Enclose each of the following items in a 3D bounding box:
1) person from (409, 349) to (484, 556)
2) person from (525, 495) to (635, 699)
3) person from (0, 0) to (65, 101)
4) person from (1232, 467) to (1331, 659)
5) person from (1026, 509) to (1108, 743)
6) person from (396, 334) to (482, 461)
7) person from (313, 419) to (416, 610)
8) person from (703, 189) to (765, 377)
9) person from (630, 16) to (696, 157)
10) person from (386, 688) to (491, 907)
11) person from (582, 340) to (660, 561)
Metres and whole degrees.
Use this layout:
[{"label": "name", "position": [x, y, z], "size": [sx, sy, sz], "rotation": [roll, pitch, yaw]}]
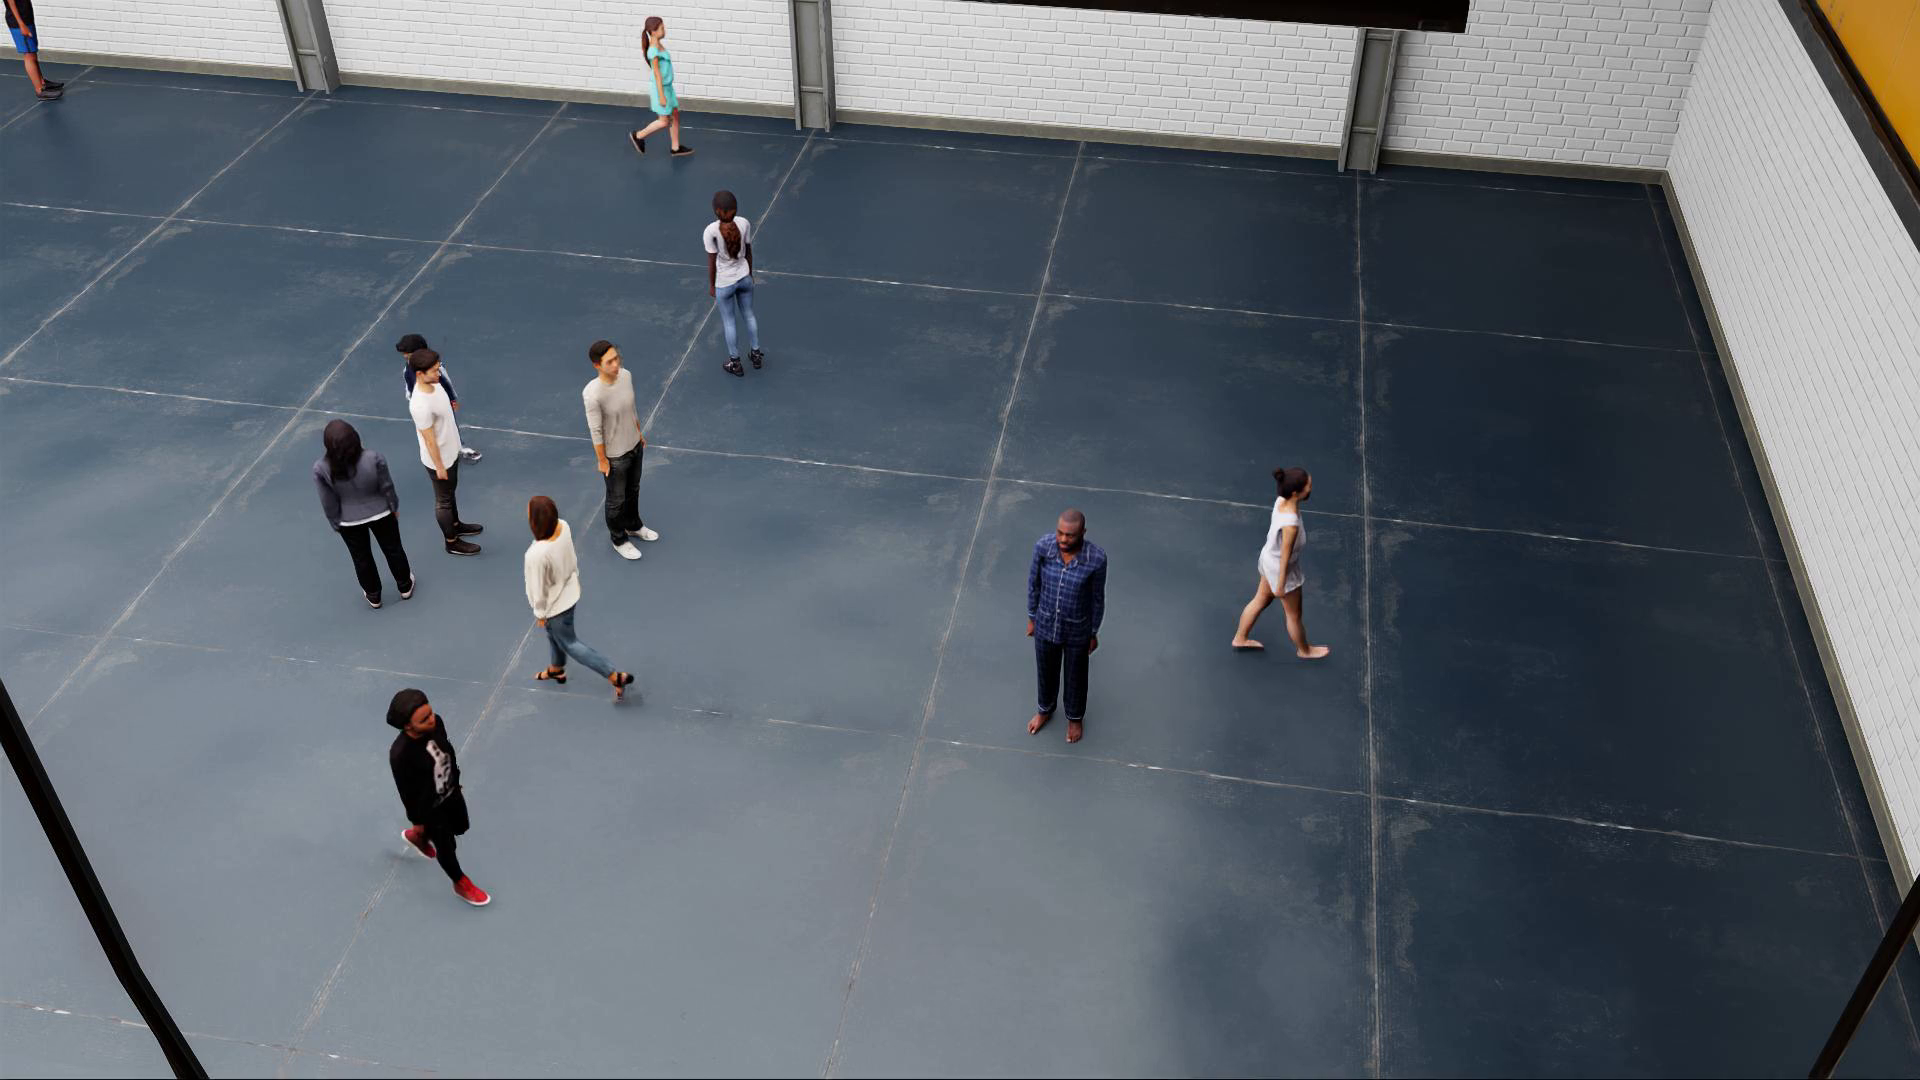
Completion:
[{"label": "person", "position": [-3.871, -0.670, 12.358], "size": [0.630, 1.717, 0.683], "rotation": [-4, 39, -5]}, {"label": "person", "position": [-2.591, 0.411, 11.052], "size": [1.023, 1.657, 0.671], "rotation": [9, 40, 11]}, {"label": "person", "position": [-10.660, -5.905, 18.854], "size": [0.709, 1.792, 0.695], "rotation": [-11, 40, -13]}, {"label": "person", "position": [2.133, 0.175, 11.402], "size": [0.957, 1.590, 0.699], "rotation": [0, 39, -1]}, {"label": "person", "position": [0.680, 0.538, 10.760], "size": [0.604, 1.824, 0.764], "rotation": [13, 40, 15]}, {"label": "person", "position": [-4.179, -1.137, 13.352], "size": [0.456, 1.207, 0.702], "rotation": [-7, 39, -8]}, {"label": "person", "position": [-4.251, -0.199, 11.866], "size": [0.760, 1.596, 0.852], "rotation": [-13, 40, -15]}, {"label": "person", "position": [-1.952, -2.218, 14.295], "size": [0.651, 1.719, 0.713], "rotation": [-23, 44, -26]}, {"label": "person", "position": [-3.231, -4.774, 17.635], "size": [0.923, 1.545, 0.651], "rotation": [-1, 39, -1]}, {"label": "person", "position": [-3.139, 1.482, 9.708], "size": [0.931, 1.662, 0.722], "rotation": [15, 41, 18]}, {"label": "person", "position": [-2.543, -0.694, 12.313], "size": [0.651, 1.812, 0.705], "rotation": [17, 42, 20]}]
